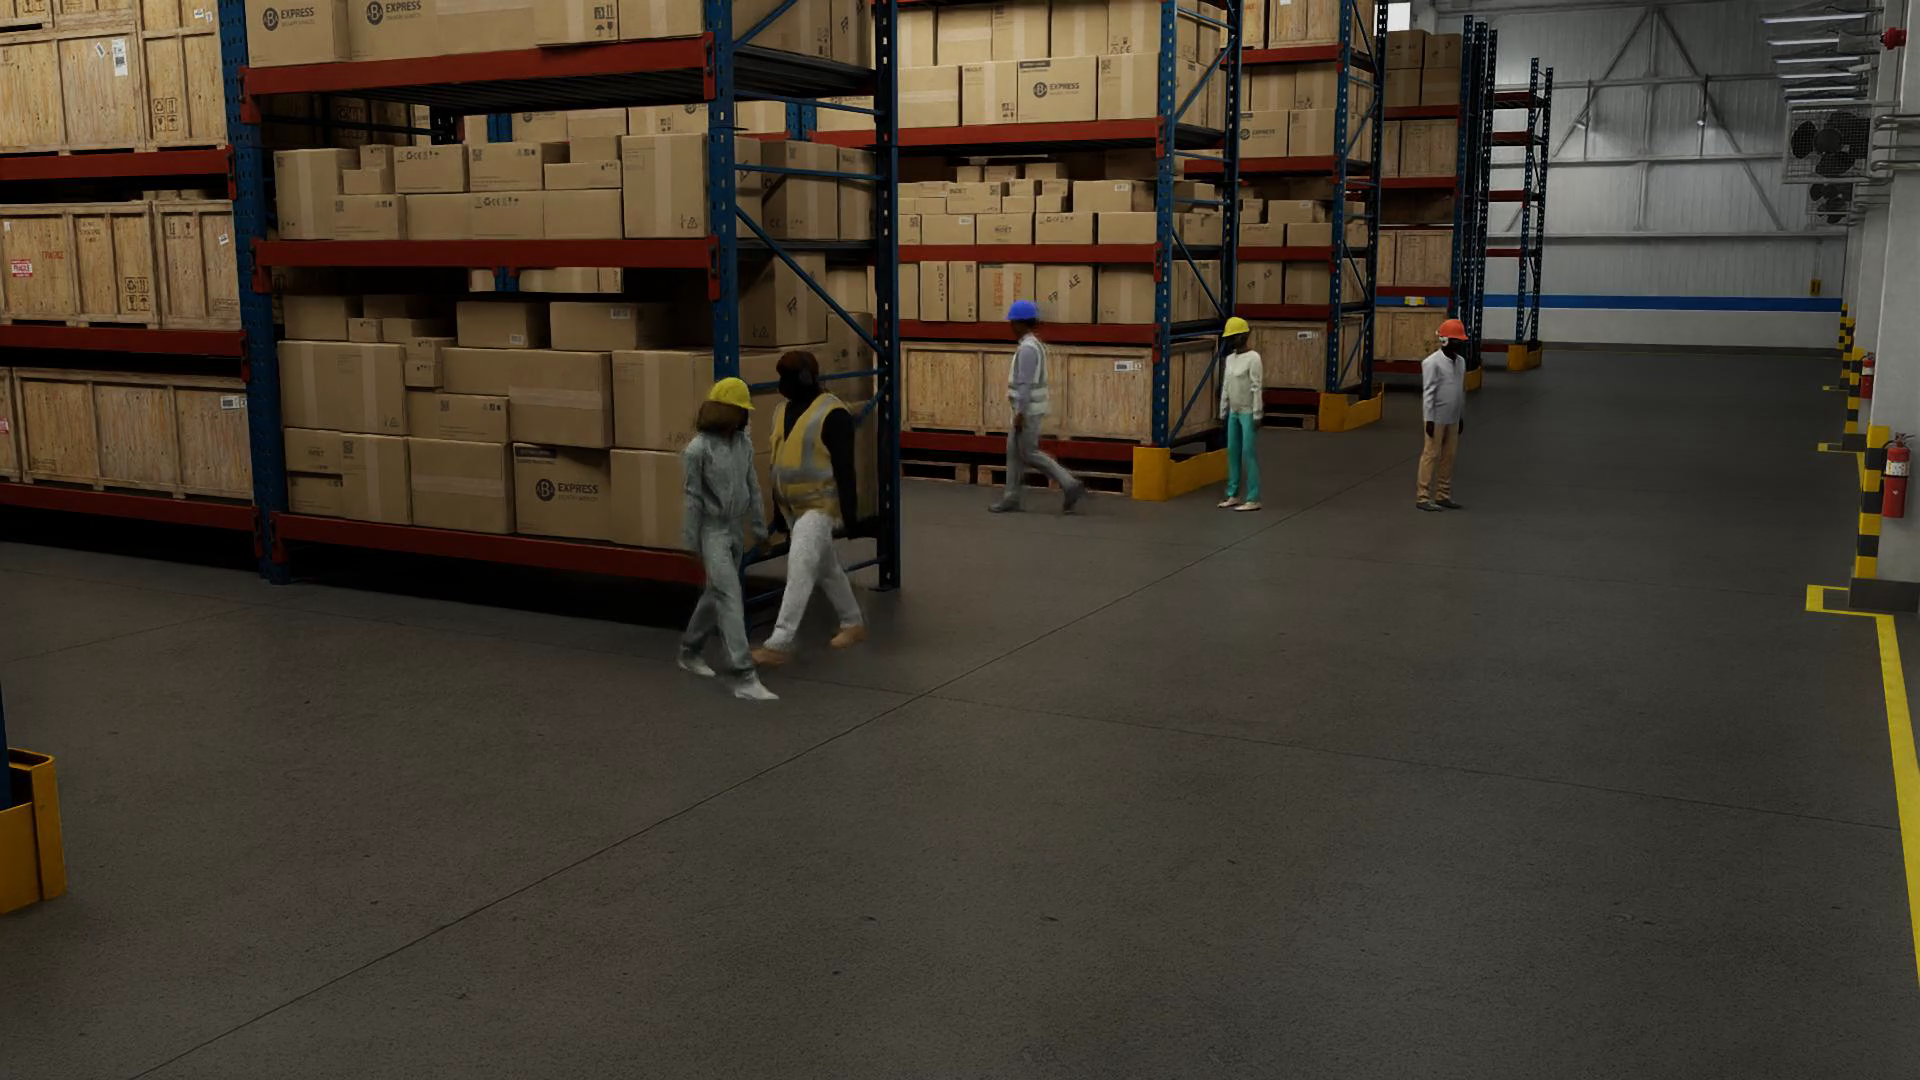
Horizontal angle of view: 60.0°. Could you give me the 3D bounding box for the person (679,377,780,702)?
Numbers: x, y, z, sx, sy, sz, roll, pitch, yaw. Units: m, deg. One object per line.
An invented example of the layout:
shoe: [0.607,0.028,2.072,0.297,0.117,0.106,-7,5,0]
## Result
person: [-1.270,-0.025,8.898,0.870,1.693,0.498,6,12,32]

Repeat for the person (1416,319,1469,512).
person: [4.398,-1.124,15.047,0.565,1.742,0.352,-7,12,-36]

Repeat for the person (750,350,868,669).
person: [-0.877,-0.196,9.569,0.970,1.785,0.630,-9,13,-41]

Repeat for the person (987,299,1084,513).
person: [0.676,-1.176,14.806,0.780,1.927,0.605,0,10,-2]

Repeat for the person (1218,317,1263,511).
person: [2.549,-1.148,15.146,0.379,1.749,0.527,-4,11,-22]
